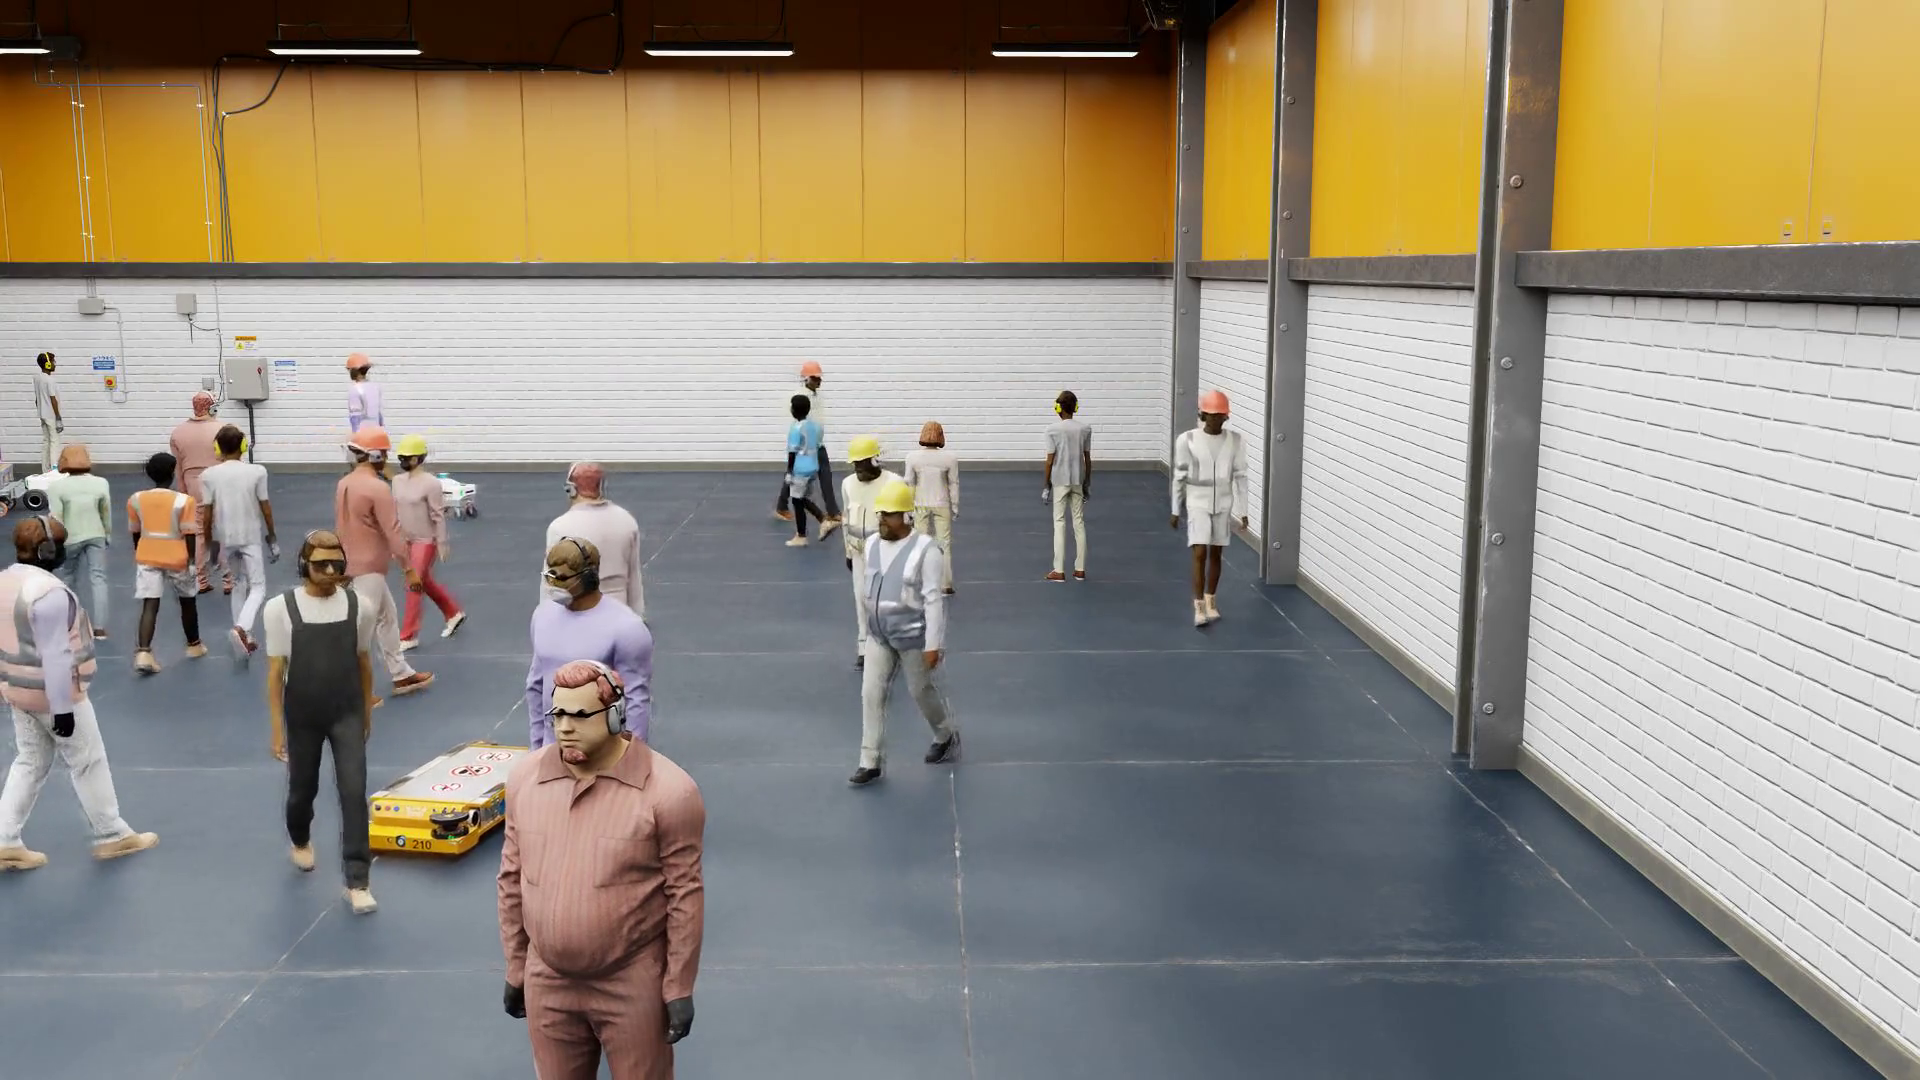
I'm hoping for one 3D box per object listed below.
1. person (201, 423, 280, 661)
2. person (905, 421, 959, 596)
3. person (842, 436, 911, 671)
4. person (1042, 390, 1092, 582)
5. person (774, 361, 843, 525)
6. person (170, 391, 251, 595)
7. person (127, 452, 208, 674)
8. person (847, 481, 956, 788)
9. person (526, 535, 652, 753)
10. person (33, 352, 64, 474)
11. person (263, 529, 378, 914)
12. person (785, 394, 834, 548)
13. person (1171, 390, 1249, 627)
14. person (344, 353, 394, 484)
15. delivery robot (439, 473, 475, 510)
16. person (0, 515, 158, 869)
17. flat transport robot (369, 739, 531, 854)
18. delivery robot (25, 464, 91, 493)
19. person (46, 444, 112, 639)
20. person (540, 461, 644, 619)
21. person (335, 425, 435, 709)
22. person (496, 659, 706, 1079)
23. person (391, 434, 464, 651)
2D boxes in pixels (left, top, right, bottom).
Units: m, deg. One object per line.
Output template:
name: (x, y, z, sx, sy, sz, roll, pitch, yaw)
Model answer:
person: (-5.581, 0.026, 12.873, 0.527, 1.847, 0.721, -1, 9, -4)
person: (-0.258, -0.287, 15.430, 0.507, 1.631, 0.266, 0, 9, 3)
person: (-0.623, 0.063, 12.877, 0.601, 1.779, 0.886, 3, 10, 20)
person: (1.039, -0.523, 16.177, 0.508, 1.864, 0.329, -3, 10, -20)
person: (-1.819, -1.159, 19.835, 1.038, 1.949, 0.634, 6, 11, 32)
person: (-6.969, -0.435, 15.502, 0.651, 1.907, 0.409, 1, 9, 7)
person: (-6.031, 0.163, 12.595, 0.536, 1.663, 0.852, -1, 9, -4)
person: (-0.331, 0.529, 9.934, 0.599, 1.798, 0.882, 6, 11, 34)
person: (-1.587, 0.927, 7.075, 0.627, 1.934, 0.370, 5, 11, 29)
person: (-12.748, -1.693, 23.337, 0.509, 1.870, 0.328, 6, 11, 34)
person: (-3.081, 0.833, 8.019, 0.518, 1.819, 0.850, -6, 11, -31)
person: (-1.677, -0.744, 18.059, 0.430, 1.684, 0.538, 3, 10, 20)
person: (2.151, -0.258, 14.090, 0.641, 2.011, 0.855, -1, 9, -6)
person: (-7.258, -1.299, 20.490, 0.876, 2.020, 0.617, 2, 10, 14)
delivery robot: (-6.253, -0.570, 20.176, 0.707, 0.478, 0.477, 2, 10, 15)
person: (-4.598, 0.775, 8.409, 0.645, 1.816, 0.794, 7, 12, 38)
flat transport robot: (-2.747, 1.400, 9.255, 0.652, 0.197, 1.431, 2, 9, 11)
delivery robot: (-11.420, -0.717, 21.080, 0.707, 0.478, 0.477, -3, 10, -16)
person: (-7.293, 0.002, 13.761, 0.840, 1.588, 0.517, 9, 13, 43)
person: (-2.253, 0.463, 10.073, 0.436, 1.887, 0.640, 6, 11, 33)
person: (-3.988, 0.185, 11.558, 0.916, 1.957, 0.642, -8, 12, -41)
person: (-1.081, 1.289, 4.936, 0.645, 1.908, 0.408, 2, 9, 12)
person: (-4.335, -0.006, 13.413, 0.529, 1.732, 0.850, 6, 11, 31)
